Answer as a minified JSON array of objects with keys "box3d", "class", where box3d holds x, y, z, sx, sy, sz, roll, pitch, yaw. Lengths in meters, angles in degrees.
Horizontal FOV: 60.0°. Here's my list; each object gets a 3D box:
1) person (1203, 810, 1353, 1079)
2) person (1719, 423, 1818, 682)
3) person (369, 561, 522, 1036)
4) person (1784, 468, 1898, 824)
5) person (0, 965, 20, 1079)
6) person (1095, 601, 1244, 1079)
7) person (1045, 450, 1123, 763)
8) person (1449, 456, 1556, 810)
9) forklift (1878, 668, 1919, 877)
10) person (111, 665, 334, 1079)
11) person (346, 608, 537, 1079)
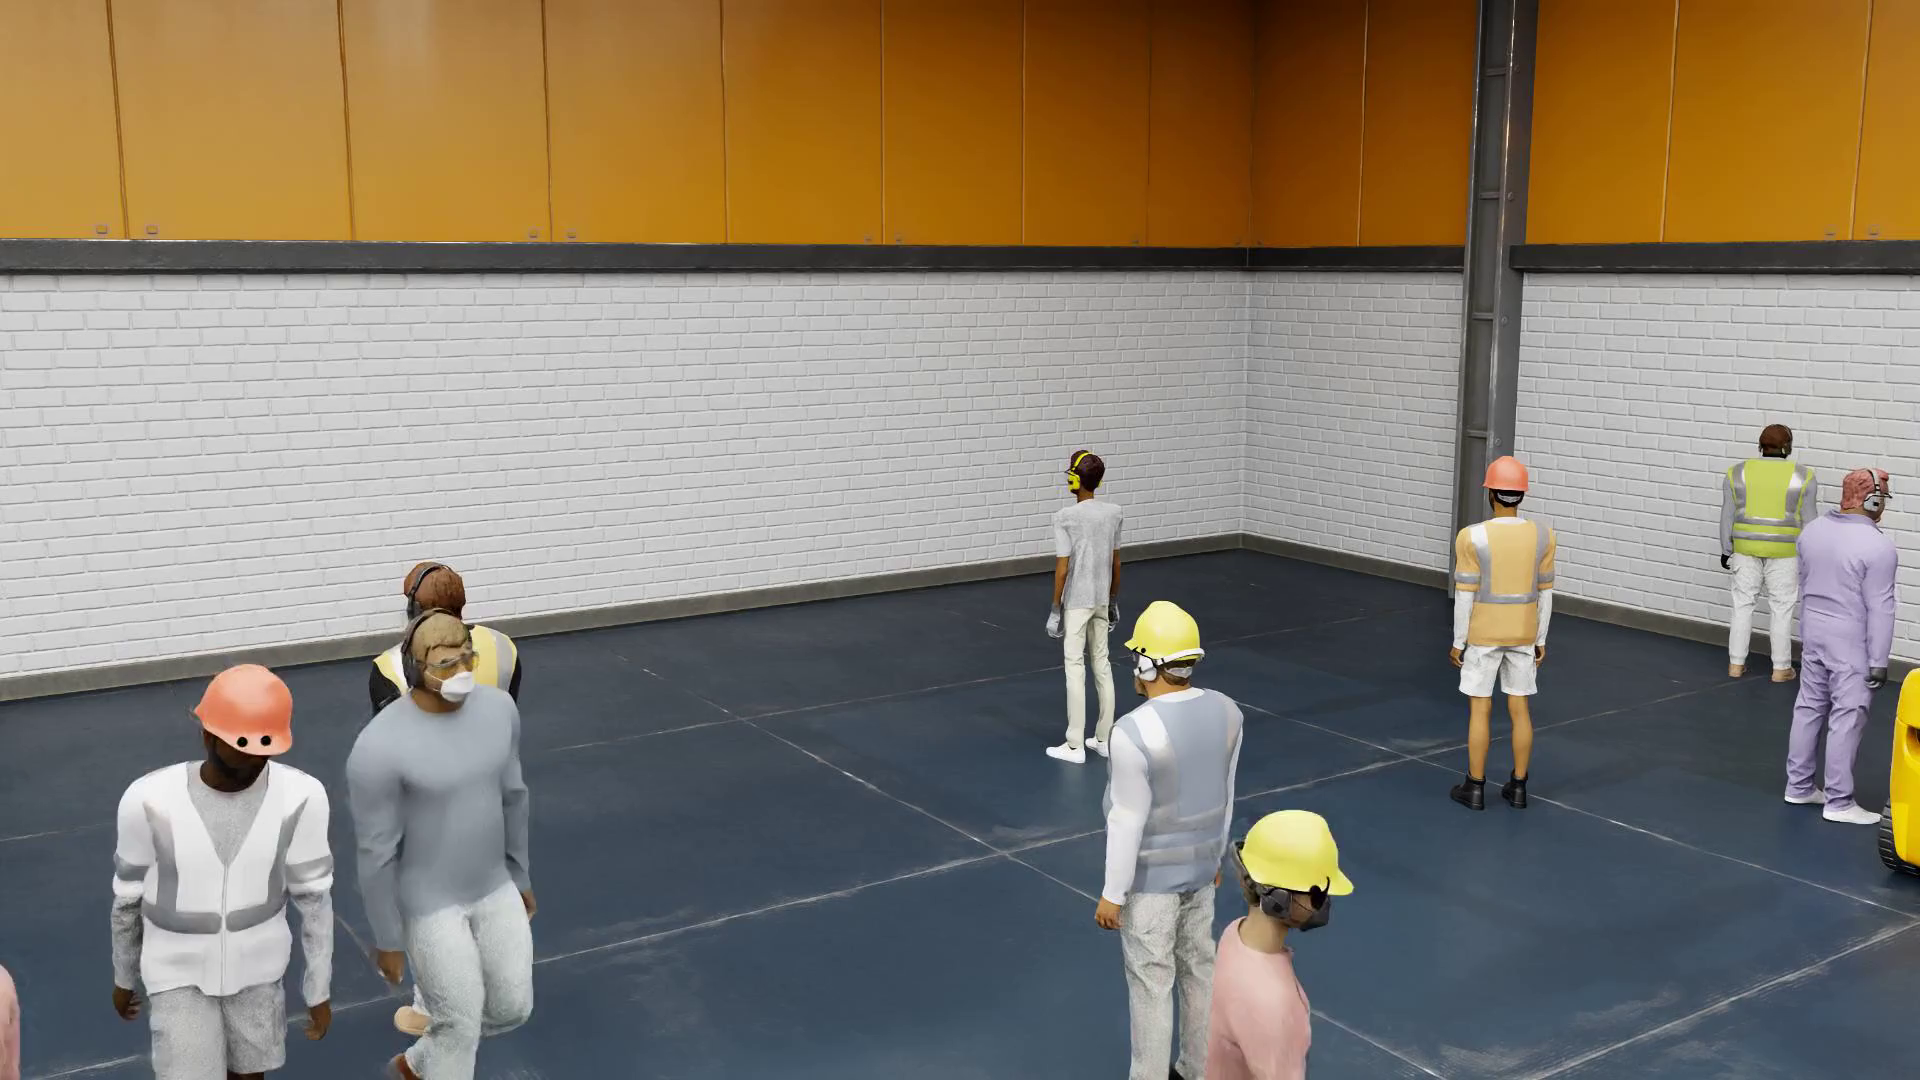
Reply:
[{"box3d":[0.660,1.463,3.992,0.935,1.714,0.507,2,10,12],"class":"person"},{"box3d":[5.769,0.088,11.886,0.633,1.839,0.429,7,11,35],"class":"person"},{"box3d":[-1.990,0.993,6.420,0.429,1.846,0.625,8,12,39],"class":"person"},{"box3d":[4.744,0.558,8.880,0.403,1.900,0.636,-2,10,-13],"class":"person"},{"box3d":[-2.159,1.508,3.309,0.843,1.882,0.664,0,9,1],"class":"person"},{"box3d":[0.693,1.114,5.718,0.588,1.834,0.403,-8,12,-40],"class":"person"},{"box3d":[0.738,0.394,9.935,0.513,1.877,0.328,-6,11,-33],"class":"person"},{"box3d":[2.928,0.510,9.043,0.545,1.938,0.358,-1,9,-4],"class":"person"},{"box3d":[5.511,0.571,7.906,2.313,2.155,1.214,-6,11,-33],"class":"forklift"},{"box3d":[-2.100,1.251,4.770,0.580,1.874,0.666,-6,11,-30],"class":"person"},{"box3d":[-1.651,1.141,5.301,0.557,1.916,0.637,6,11,30],"class":"person"}]
